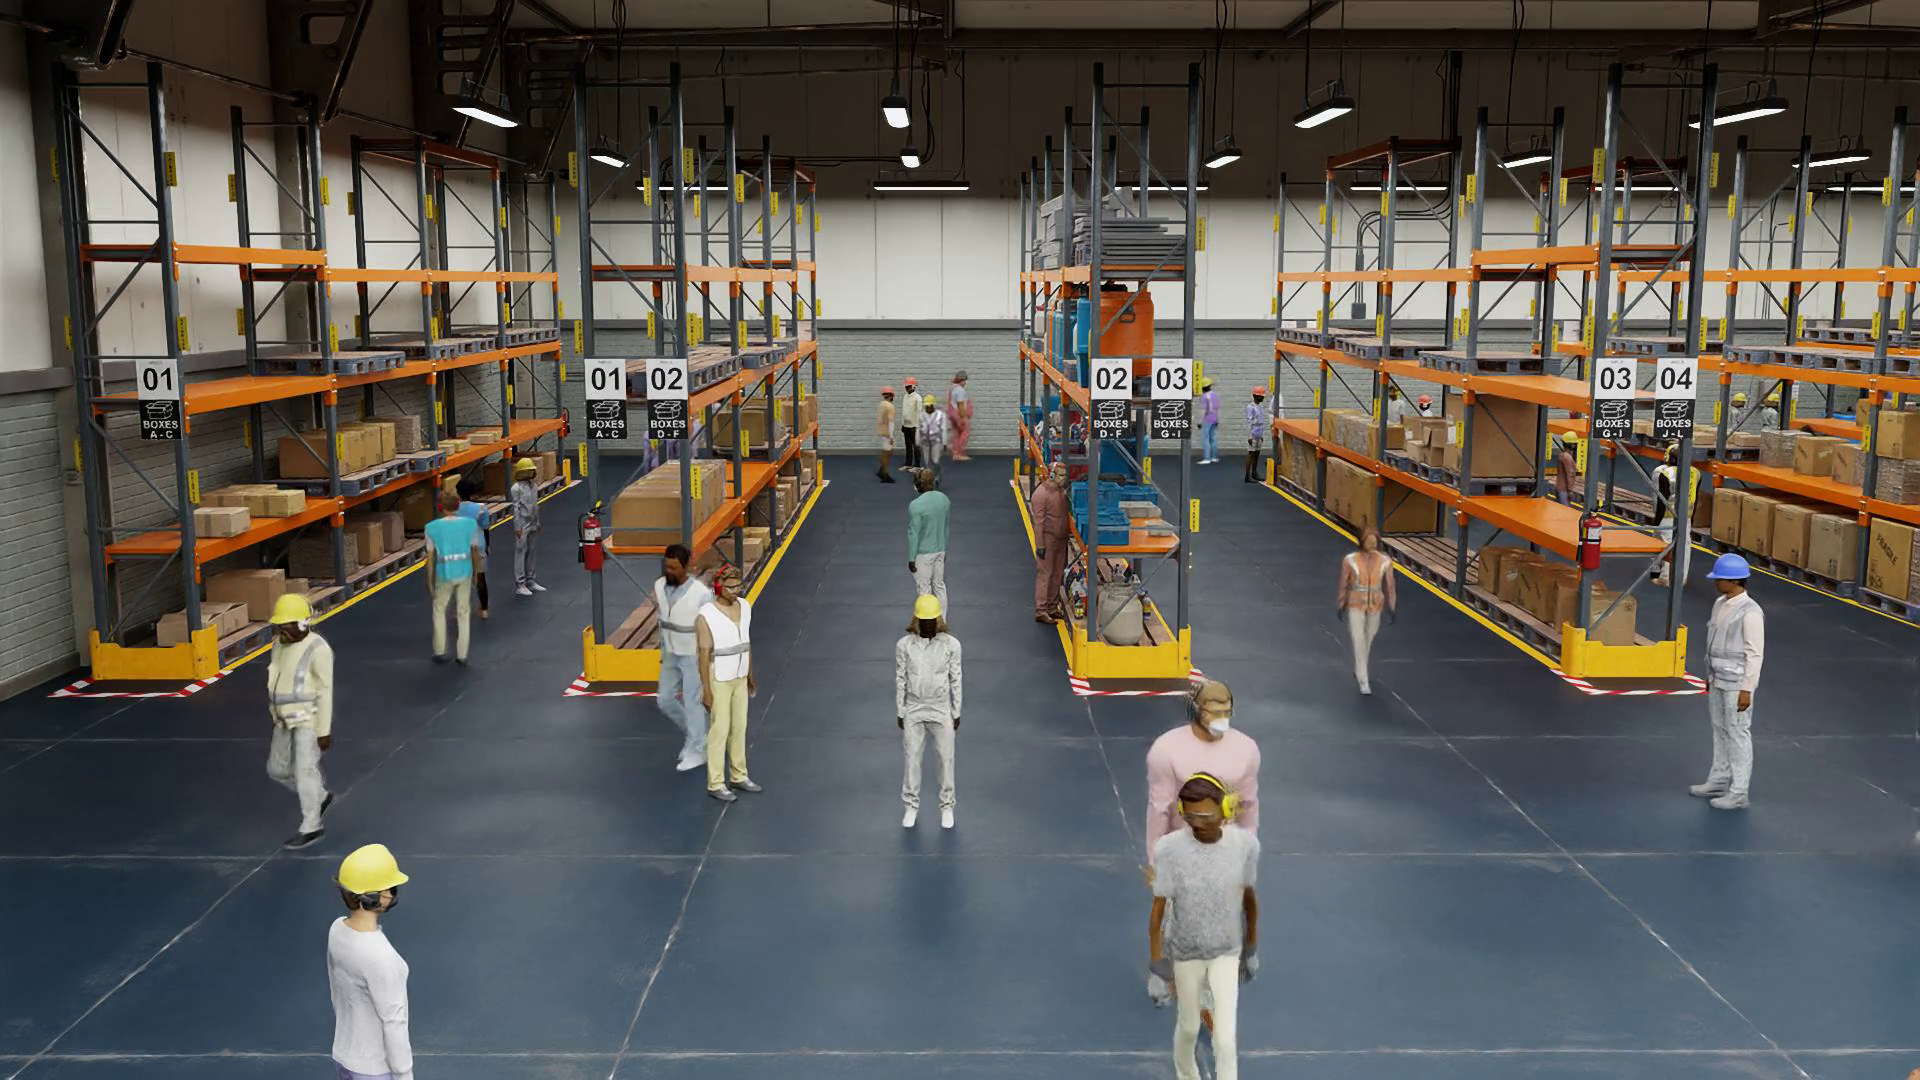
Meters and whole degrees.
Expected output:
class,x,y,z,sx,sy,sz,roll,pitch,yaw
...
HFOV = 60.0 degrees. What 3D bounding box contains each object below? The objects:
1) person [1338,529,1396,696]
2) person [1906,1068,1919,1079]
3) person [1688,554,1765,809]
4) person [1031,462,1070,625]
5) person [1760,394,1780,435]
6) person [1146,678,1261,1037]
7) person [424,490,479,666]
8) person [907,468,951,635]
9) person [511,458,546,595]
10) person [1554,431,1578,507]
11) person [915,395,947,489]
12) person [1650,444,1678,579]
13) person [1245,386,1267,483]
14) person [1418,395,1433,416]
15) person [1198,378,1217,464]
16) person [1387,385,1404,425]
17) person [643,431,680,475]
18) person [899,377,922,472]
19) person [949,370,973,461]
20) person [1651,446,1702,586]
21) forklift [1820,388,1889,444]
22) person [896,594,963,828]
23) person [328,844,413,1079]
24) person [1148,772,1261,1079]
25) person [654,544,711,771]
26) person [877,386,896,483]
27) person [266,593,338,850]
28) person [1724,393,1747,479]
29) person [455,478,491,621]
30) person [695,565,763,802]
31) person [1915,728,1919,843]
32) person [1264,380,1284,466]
class,x,y,z,sx,sy,sz,roll,pitch,yaw
person,3.977,0.672,16.269,0.532,1.588,0.877,0,9,-1
person,2.989,2.390,5.105,0.282,1.624,0.494,5,10,27
person,5.836,1.063,12.613,0.403,1.942,0.608,0,9,-1
person,1.094,0.027,19.454,0.401,1.893,0.654,6,11,34
person,16.360,-2.091,33.596,0.323,1.731,0.490,-1,9,-5
person,1.279,1.655,8.875,0.646,1.922,0.521,-2,9,-12
person,-5.304,0.387,17.335,0.584,1.825,0.632,-5,10,-31
person,-0.359,0.157,18.512,0.377,1.929,0.633,7,11,39
person,-5.521,-0.180,21.246,0.285,1.746,0.488,3,9,20
person,9.010,-0.731,24.722,0.318,1.769,0.522,1,9,5
person,-0.571,-1.877,31.942,0.615,1.811,0.482,3,9,16
person,9.489,-0.376,22.256,0.586,1.825,0.404,-6,11,-34
person,5.882,-2.090,32.956,0.383,1.928,0.545,6,11,35
person,9.156,-1.982,32.811,0.342,1.751,0.563,3,9,21
person,5.476,-2.614,36.502,0.394,1.890,0.822,5,10,28
person,8.951,-2.273,34.360,0.332,1.859,0.519,-6,10,-32
person,-4.751,-1.119,26.674,0.633,1.936,0.355,-2,9,-11
person,-1.024,-2.414,34.819,0.377,1.995,0.612,-7,11,-38
person,0.021,-2.766,36.934,0.535,2.000,0.713,-2,9,-13
person,9.356,-0.311,21.785,0.621,1.845,0.429,-3,9,-18
forklift,20.072,-3.110,36.462,1.873,2.768,1.129,0,9,0
person,-0.228,1.246,12.117,0.486,1.736,0.320,1,9,4
person,-2.334,2.077,6.667,0.315,1.769,0.525,-9,12,-44
person,1.122,1.915,7.541,0.544,1.818,0.919,0,9,2
person,-2.240,0.947,13.540,0.621,1.889,0.475,6,11,35
person,-1.457,-2.101,33.085,0.419,1.906,0.664,-5,10,-28
person,-4.639,1.260,11.741,0.616,1.812,0.436,6,11,33
person,15.729,-2.110,33.710,0.343,1.734,0.483,5,10,28
person,-5.761,0.119,19.481,0.540,1.695,0.317,-5,10,-29
person,-1.808,1.092,12.801,0.393,1.832,0.574,5,10,31
person,6.990,1.267,11.618,0.513,1.846,0.337,2,9,10
person,6.765,-2.528,35.758,0.375,1.931,0.542,0,9,0
